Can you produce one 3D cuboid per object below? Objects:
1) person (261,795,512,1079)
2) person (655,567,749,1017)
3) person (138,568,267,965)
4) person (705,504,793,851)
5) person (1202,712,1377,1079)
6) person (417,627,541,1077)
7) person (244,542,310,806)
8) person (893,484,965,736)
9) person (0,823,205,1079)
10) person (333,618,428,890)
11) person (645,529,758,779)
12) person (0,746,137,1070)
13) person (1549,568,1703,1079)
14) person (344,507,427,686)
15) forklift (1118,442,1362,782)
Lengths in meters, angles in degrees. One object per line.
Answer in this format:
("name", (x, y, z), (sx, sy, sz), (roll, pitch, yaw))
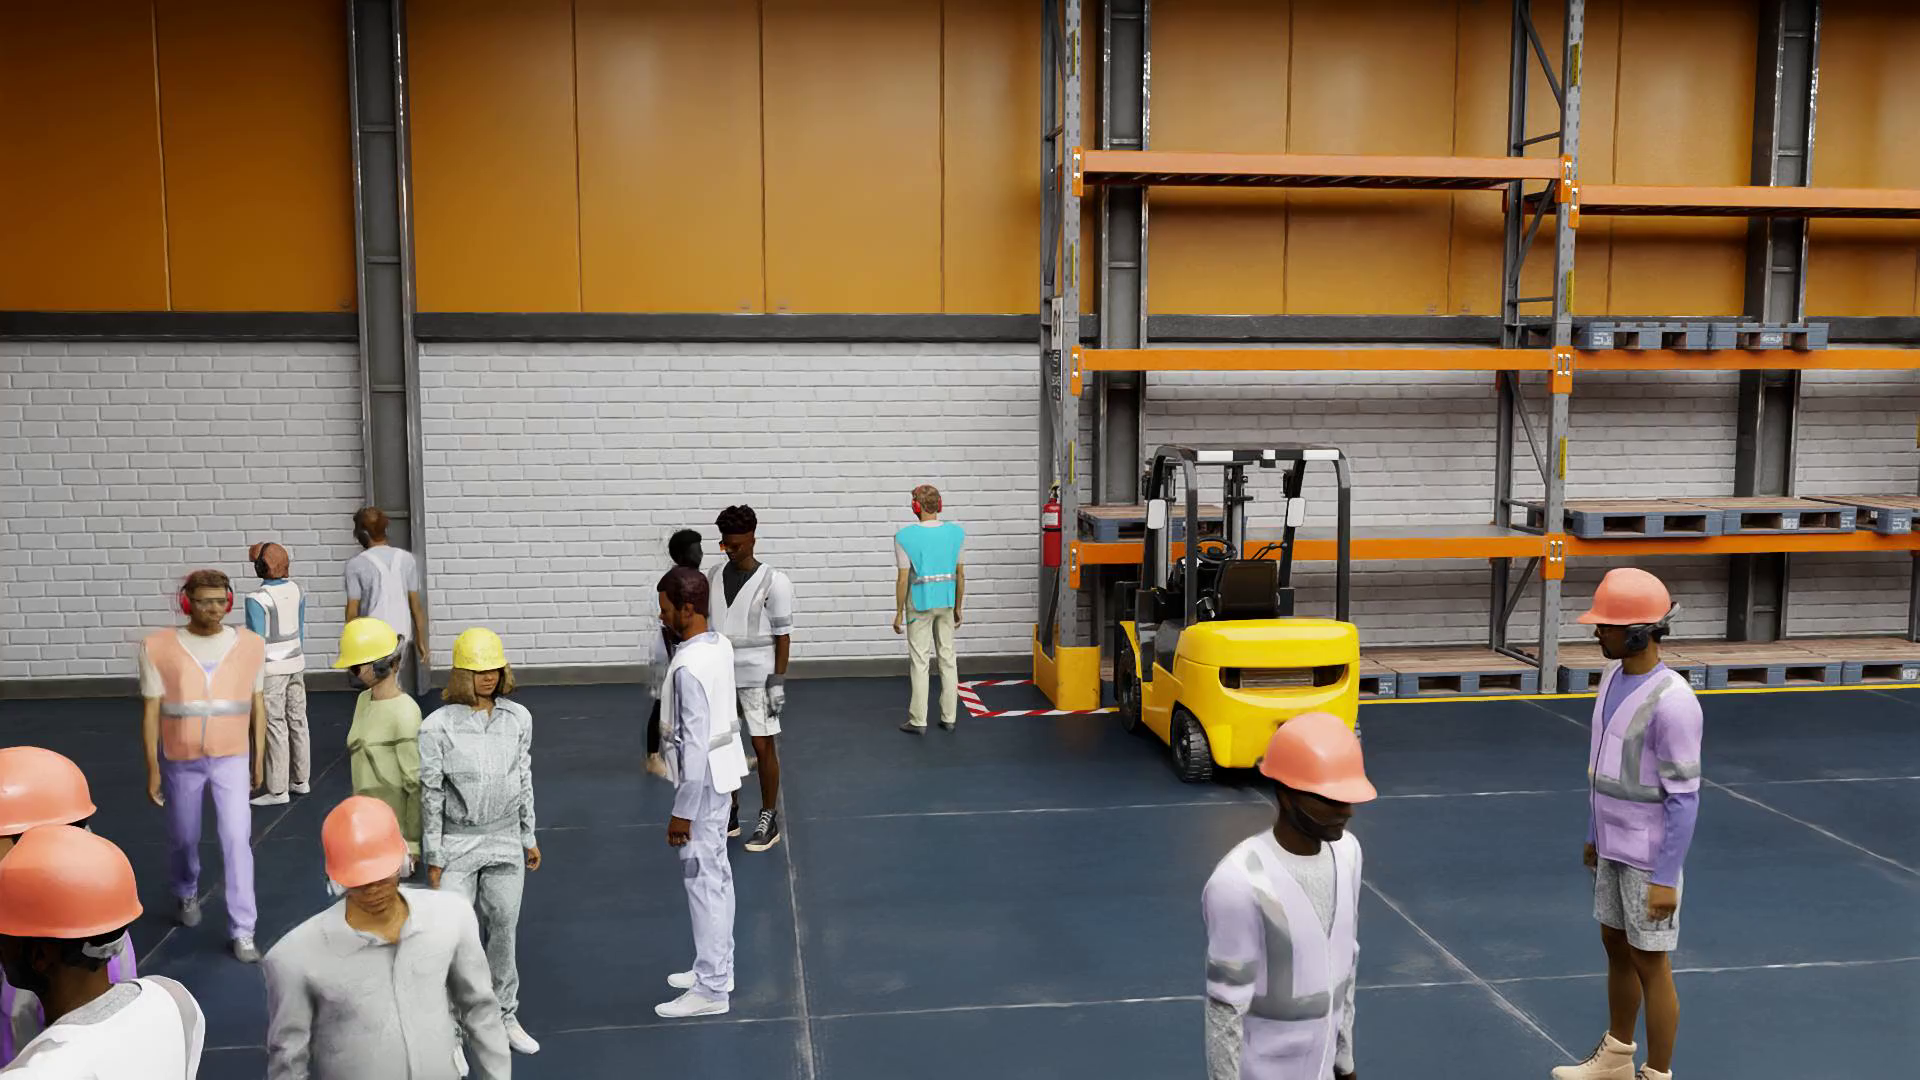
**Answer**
("person", (-1.459, 1.483, 4.305), (0.886, 1.700, 0.562), (6, 9, 44))
("person", (-1.107, 1.061, 7.088), (0.392, 1.914, 0.589), (0, 7, 1))
("person", (-3.564, 1.021, 7.866), (0.566, 1.817, 0.881), (-4, 8, -32))
("person", (-1.232, 0.771, 9.426), (0.602, 1.959, 0.368), (4, 7, 28))
("person", (0.871, 1.381, 4.333), (0.557, 1.915, 0.457), (-6, 9, -41))
("person", (-1.878, 1.206, 6.550), (0.483, 1.745, 0.299), (-6, 9, -43))
("person", (-4.241, 0.827, 10.322), (0.309, 1.641, 0.511), (1, 7, 12))
("person", (-0.221, 0.514, 12.188), (0.565, 1.840, 0.390), (-3, 7, -28))
("person", (-1.669, 1.492, 3.189), (0.351, 1.942, 0.545), (0, 7, 3))
("person", (-2.322, 1.180, 6.719), (0.337, 1.759, 0.525), (-6, 9, -41))
("person", (-1.718, 0.761, 10.792), (0.842, 1.650, 0.552), (3, 7, 26))
("person", (-2.068, 1.422, 3.816), (0.375, 1.935, 0.551), (-4, 8, -34))
("person", (2.437, 1.115, 6.068), (0.394, 2.040, 0.608), (0, 7, -2))
("person", (-3.784, 0.673, 11.014), (0.929, 1.799, 0.524), (6, 9, 41))
("forklift", (1.912, 0.418, 11.496), (1.214, 2.155, 2.313), (-1, 7, -8))
